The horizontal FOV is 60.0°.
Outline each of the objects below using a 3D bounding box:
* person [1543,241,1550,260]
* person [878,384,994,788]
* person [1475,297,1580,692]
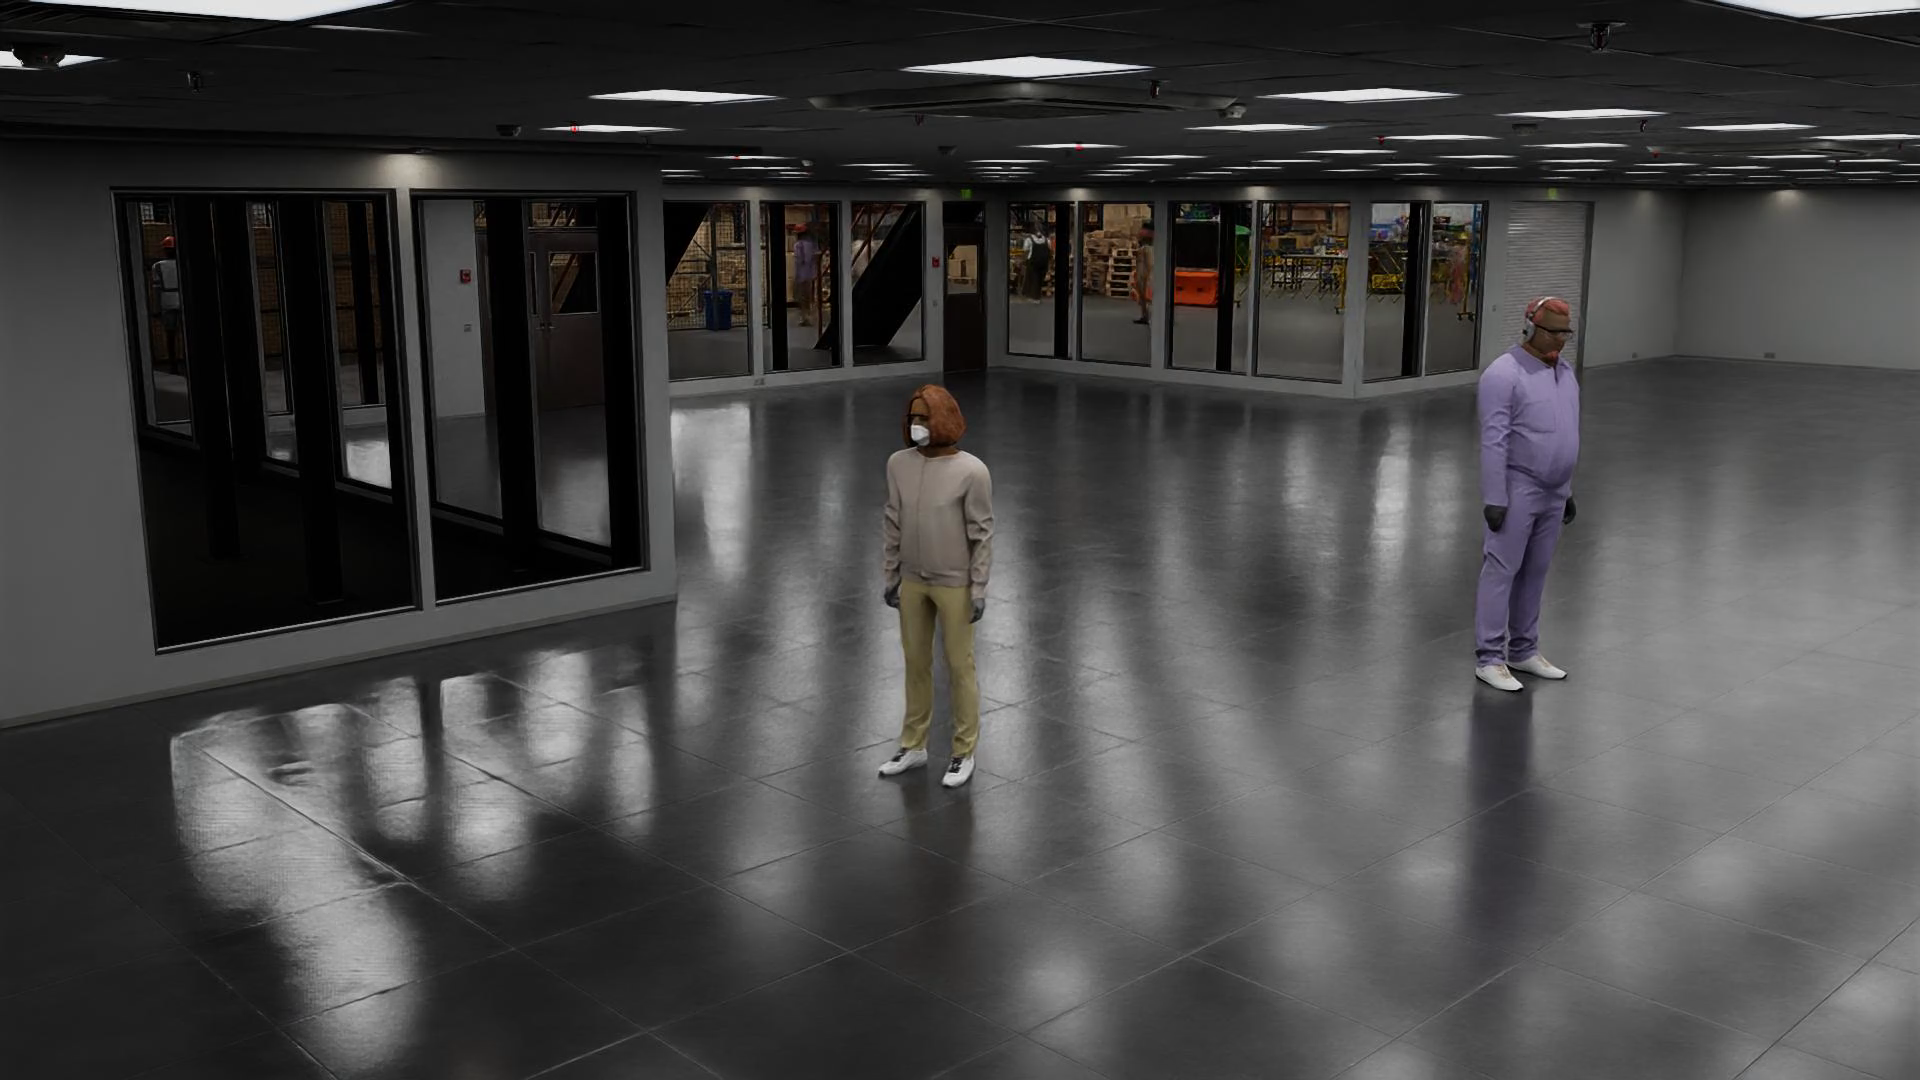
[{"bbox_3d":[18.192,-8.868,51.496,0.508,1.874,0.329,4,12,18],"label":"person"},{"bbox_3d":[-0.097,0.184,6.730,0.501,1.633,0.284,7,13,32],"label":"person"},{"bbox_3d":[2.793,-0.225,8.115,0.639,1.902,0.406,-8,14,-35],"label":"person"}]
